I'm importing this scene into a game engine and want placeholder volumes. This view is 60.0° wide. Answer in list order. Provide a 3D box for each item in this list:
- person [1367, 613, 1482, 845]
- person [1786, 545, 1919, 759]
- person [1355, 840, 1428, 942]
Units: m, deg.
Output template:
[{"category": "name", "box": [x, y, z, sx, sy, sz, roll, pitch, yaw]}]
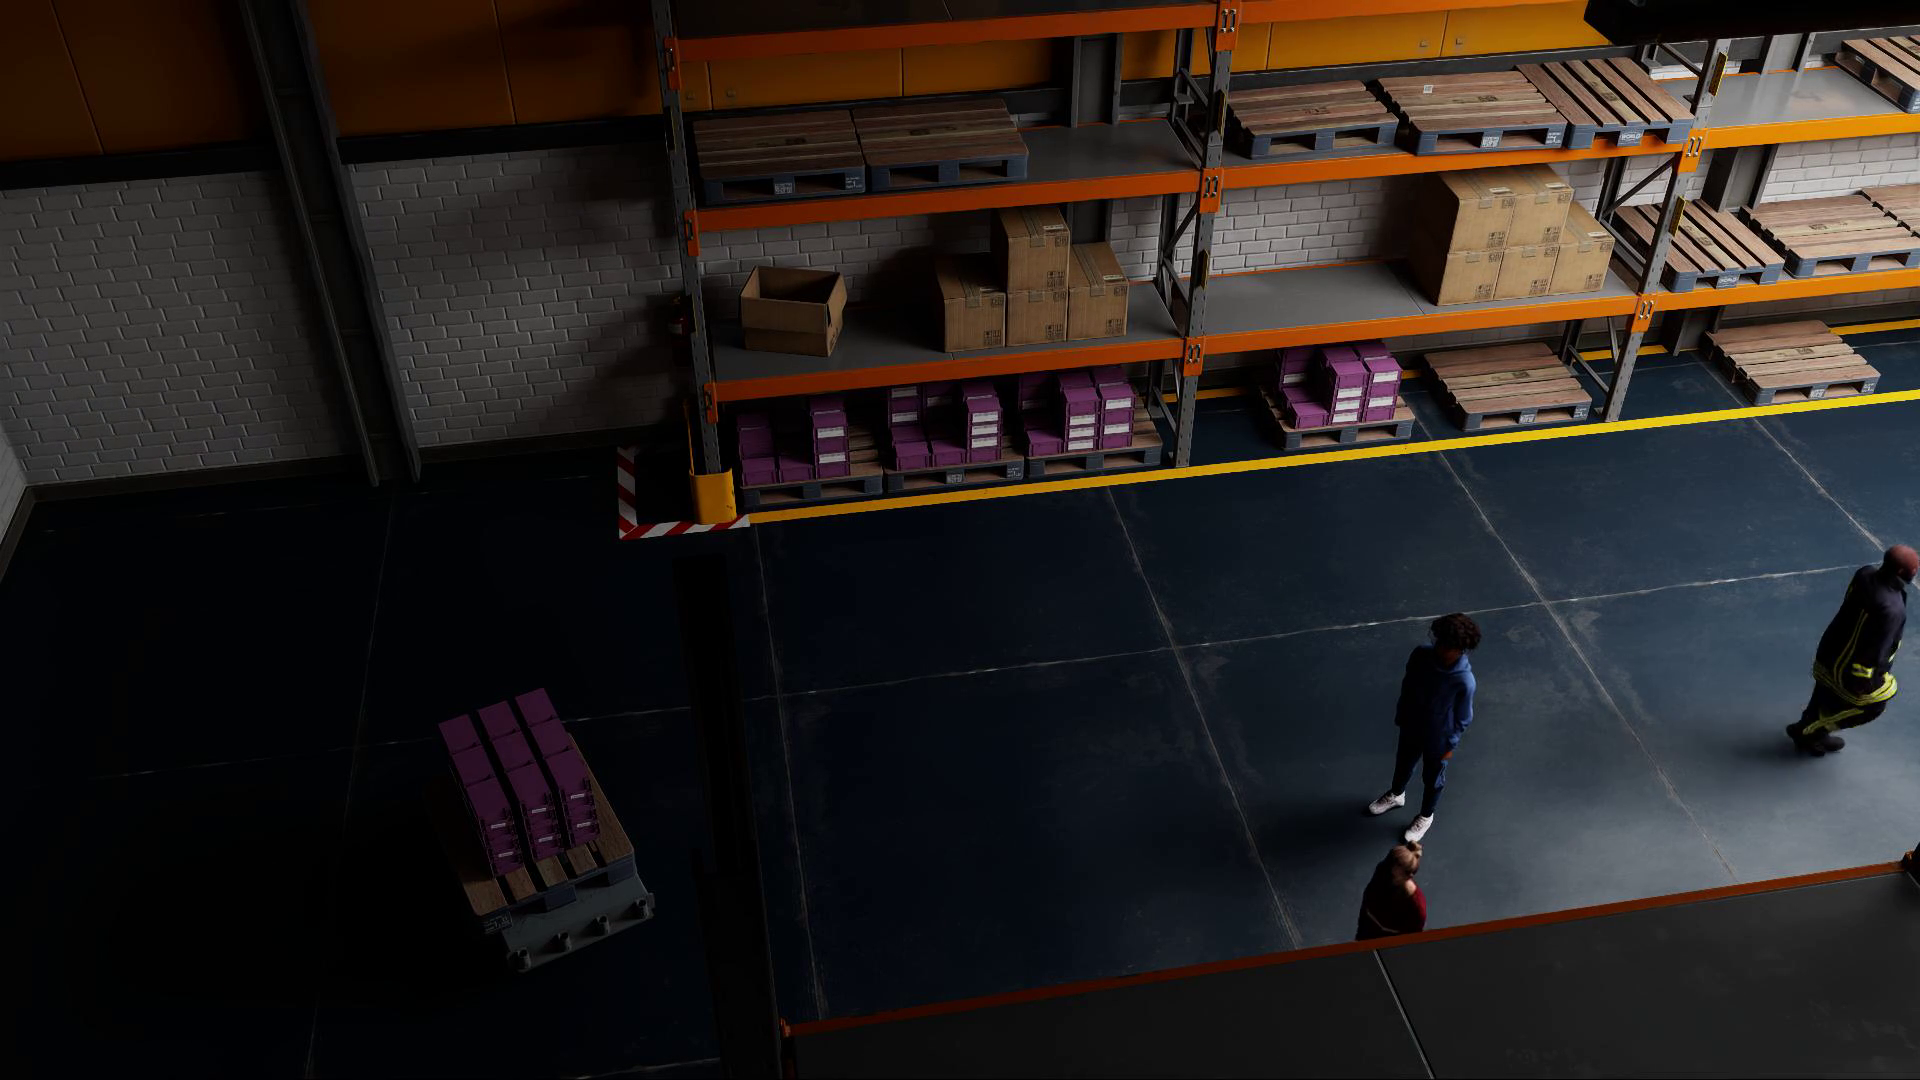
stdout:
[{"category": "person", "box": [3.025, 1.181, 10.701, 0.739, 1.811, 0.756, -24, 45, -27]}, {"category": "person", "box": [5.977, 0.758, 11.226, 0.894, 1.816, 0.860, 5, 39, 6]}, {"category": "person", "box": [2.465, 2.290, 9.422, 1.033, 1.675, 0.833, -18, 42, -21]}]
